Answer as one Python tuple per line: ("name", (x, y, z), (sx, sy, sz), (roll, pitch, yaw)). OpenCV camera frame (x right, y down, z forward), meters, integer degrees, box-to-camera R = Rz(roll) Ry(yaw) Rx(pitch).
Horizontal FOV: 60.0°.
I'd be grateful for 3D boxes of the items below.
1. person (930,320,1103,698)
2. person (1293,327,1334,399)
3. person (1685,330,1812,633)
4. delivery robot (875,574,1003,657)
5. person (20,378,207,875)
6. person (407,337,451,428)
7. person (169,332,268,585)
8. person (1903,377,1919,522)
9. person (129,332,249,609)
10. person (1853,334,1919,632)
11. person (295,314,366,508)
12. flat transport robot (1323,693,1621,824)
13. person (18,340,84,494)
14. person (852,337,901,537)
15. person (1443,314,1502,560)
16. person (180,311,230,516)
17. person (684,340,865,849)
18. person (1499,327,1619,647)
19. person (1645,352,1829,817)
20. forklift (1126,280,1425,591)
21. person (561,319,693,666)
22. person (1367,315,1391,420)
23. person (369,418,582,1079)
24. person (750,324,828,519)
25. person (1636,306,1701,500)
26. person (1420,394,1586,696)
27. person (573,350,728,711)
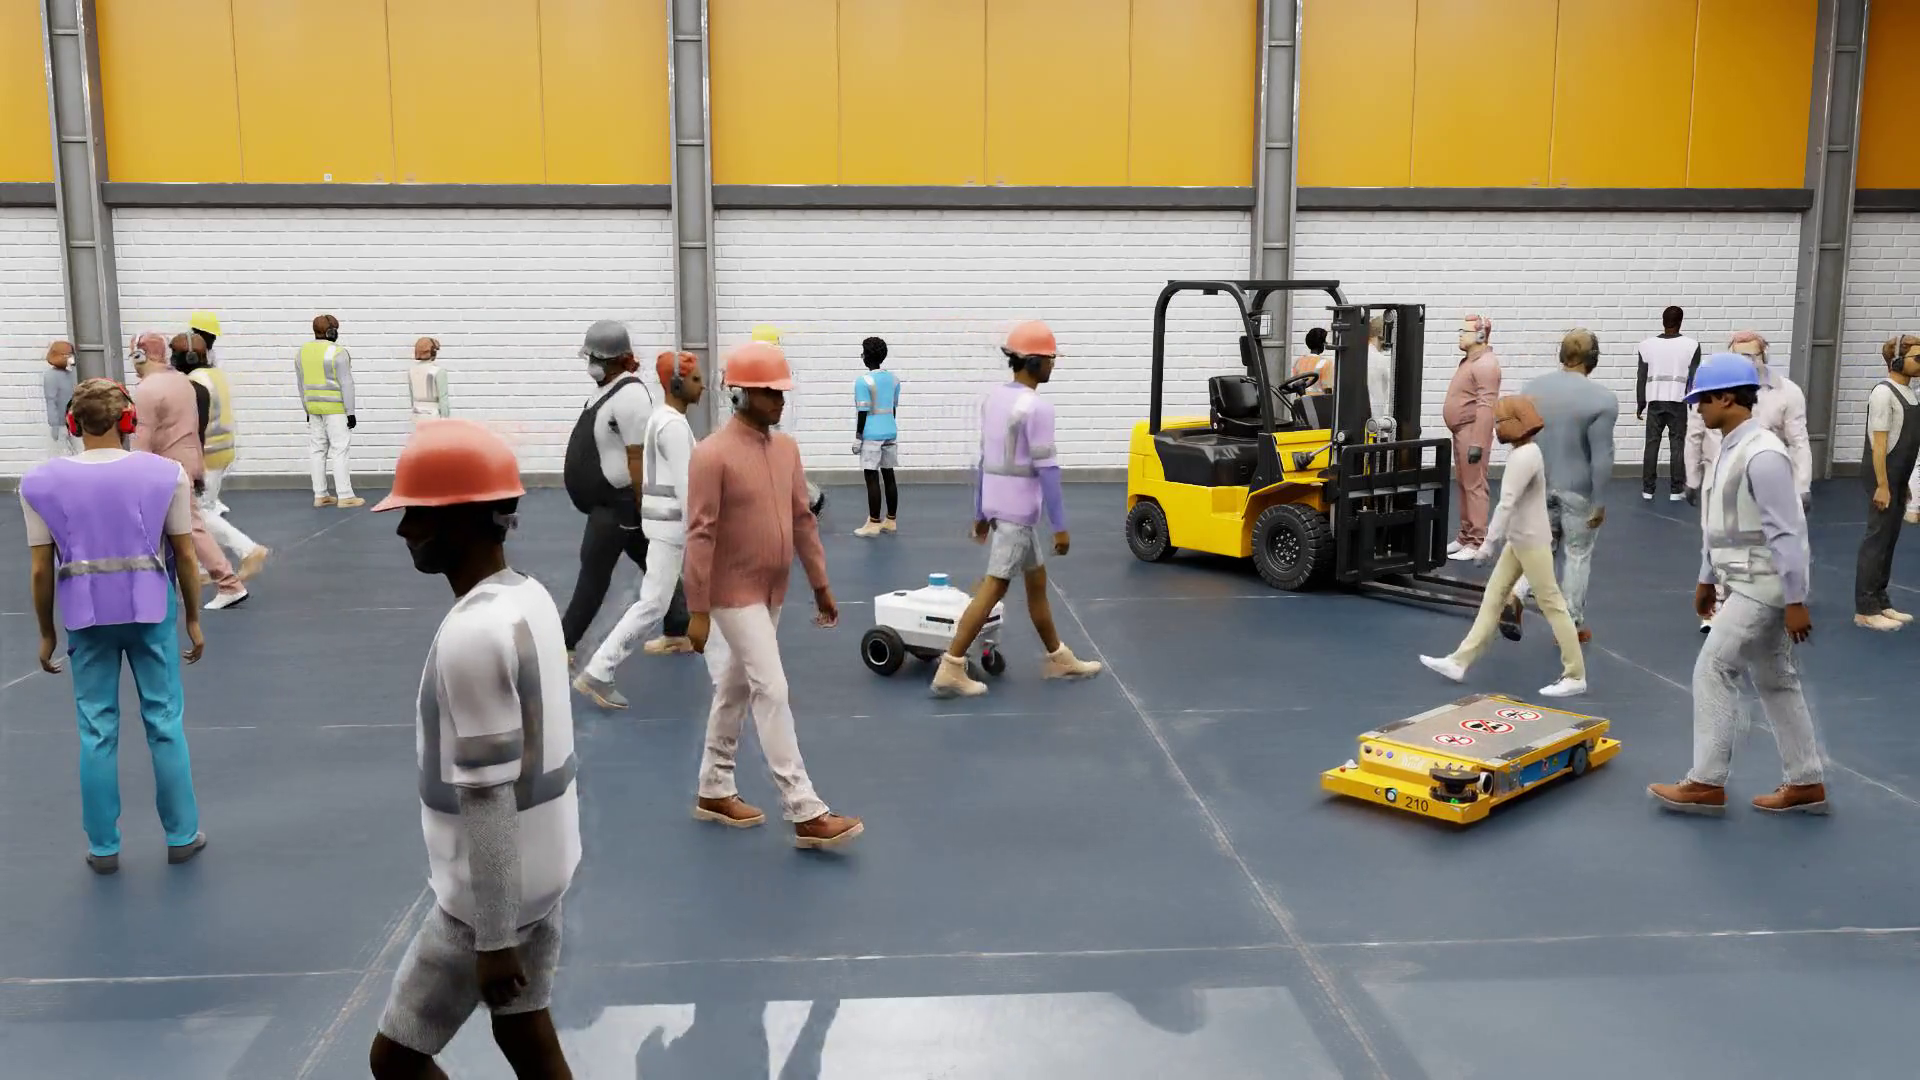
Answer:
("person", (0.284, -0.161, 8.770), (1.062, 1.990, 0.628), (-4, 10, -23))
("person", (3.573, -1.302, 16.832), (0.320, 1.694, 0.532), (-5, 10, -29))
("person", (4.814, -0.338, 10.184), (0.692, 1.874, 0.852), (4, 10, 22))
("delivery robot", (-0.118, 0.430, 9.214), (0.707, 0.478, 0.477), (6, 11, 33))
("person", (-3.111, 0.325, 6.155), (0.563, 1.837, 0.389), (-4, 10, -23))
("person", (-5.024, -1.106, 15.782), (0.534, 1.634, 0.338), (6, 11, 31))
("person", (-5.296, -0.555, 11.755), (0.611, 1.823, 0.656), (-2, 9, -10))
("person", (8.594, -1.034, 14.714), (0.640, 1.830, 0.608), (3, 10, 19))
("person", (-5.199, -0.438, 10.950), (0.987, 1.850, 0.664), (-1, 9, -6))
("person", (5.845, -0.360, 10.428), (0.345, 1.847, 0.507), (8, 12, 42))
("person", (-6.009, -1.226, 15.881), (0.626, 1.844, 0.429), (4, 10, 22))
("flat transport robot", (2.273, 0.925, 7.291), (1.431, 0.197, 0.652), (-9, 13, -44))
("person", (-8.588, -1.098, 15.830), (0.790, 1.606, 0.510), (0, 9, 1))
("person", (-0.715, -0.871, 14.106), (0.319, 1.697, 0.533), (6, 11, 35))
("person", (3.972, -0.800, 12.987), (0.409, 1.913, 0.649), (1, 9, 5))
("person", (-6.908, -1.141, 15.181), (0.488, 1.889, 0.631), (1, 9, 6))
("person", (-0.701, 0.213, 6.467), (0.948, 1.951, 0.639), (5, 10, 26))
("person", (3.506, -0.286, 9.739), (0.675, 1.919, 0.636), (-7, 12, -39))
("person", (3.199, 0.193, 6.779), (0.837, 1.893, 0.633), (3, 9, 17))
("forklift", (2.301, -0.860, 12.475), (1.214, 2.155, 2.313), (-6, 11, -35))
("person", (-1.983, -0.301, 9.450), (1.032, 2.000, 0.779), (-2, 9, -14))
("person", (3.187, -0.853, 13.366), (0.634, 1.901, 0.702), (1, 9, 9))
("person", (-1.049, 0.704, 3.510), (0.566, 1.918, 0.581), (0, 9, -1))
("person", (-1.582, -0.992, 14.564), (0.783, 1.801, 0.594), (-6, 11, -31))
("person", (6.976, -1.345, 16.408), (0.588, 1.913, 0.392), (6, 11, 32))
("person", (2.922, 0.027, 8.790), (0.877, 1.575, 0.525), (3, 9, 16))
("person", (-1.513, -0.043, 8.487), (0.966, 1.847, 0.592), (-1, 9, -8))
